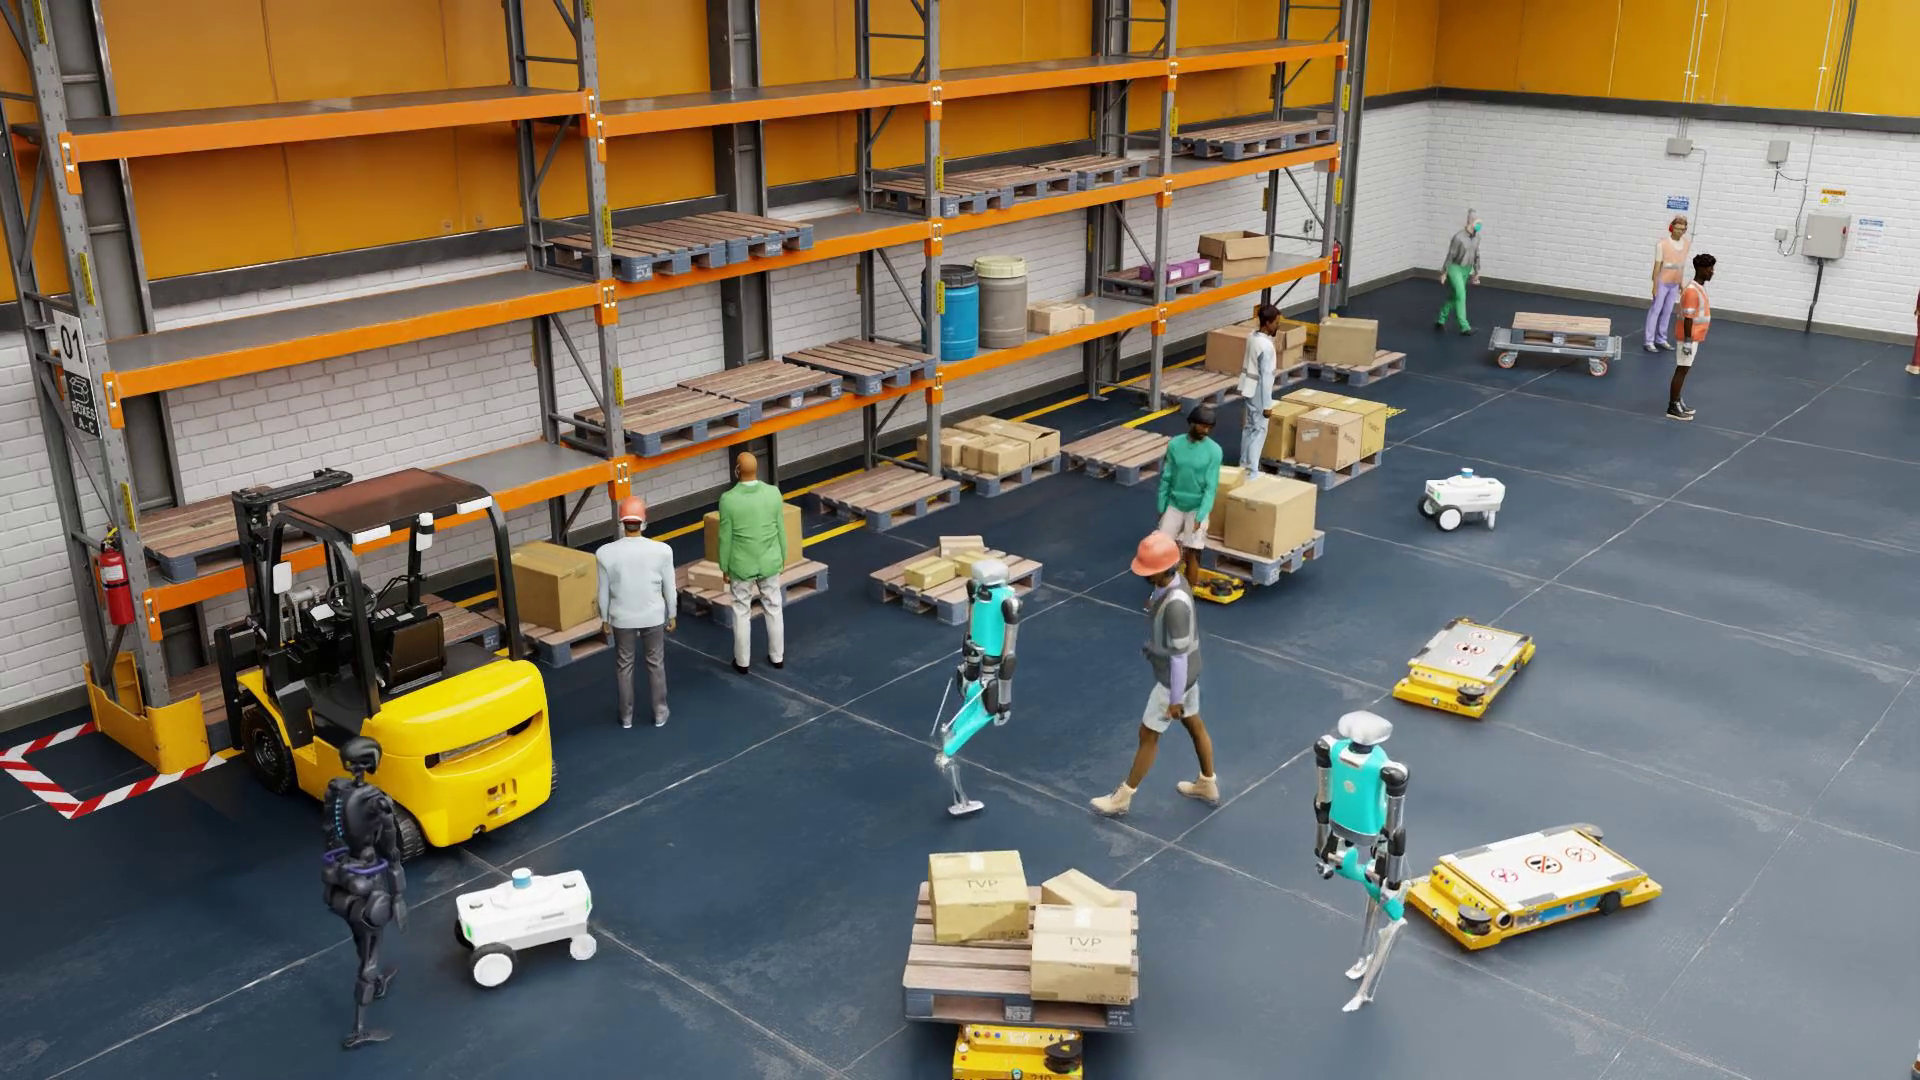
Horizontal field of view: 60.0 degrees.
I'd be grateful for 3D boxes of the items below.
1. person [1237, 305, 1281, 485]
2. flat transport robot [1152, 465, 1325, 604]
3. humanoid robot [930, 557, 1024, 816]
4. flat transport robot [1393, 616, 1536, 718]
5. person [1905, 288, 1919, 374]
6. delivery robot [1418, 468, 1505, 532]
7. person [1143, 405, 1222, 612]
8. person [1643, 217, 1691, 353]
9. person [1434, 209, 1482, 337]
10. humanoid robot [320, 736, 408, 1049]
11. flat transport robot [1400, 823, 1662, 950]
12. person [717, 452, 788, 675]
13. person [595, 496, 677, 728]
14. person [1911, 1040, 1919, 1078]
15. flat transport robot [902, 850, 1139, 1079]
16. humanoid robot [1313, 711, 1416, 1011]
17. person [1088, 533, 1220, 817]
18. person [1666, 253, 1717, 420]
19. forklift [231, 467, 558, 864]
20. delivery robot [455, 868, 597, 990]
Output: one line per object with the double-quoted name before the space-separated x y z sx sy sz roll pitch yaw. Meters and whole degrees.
"person" 3.095 -1.493 17.240 0.407 1.907 0.595 -2 20 -7
"flat transport robot" 2.483 0.225 14.942 0.659 0.231 1.431 16 26 37
"humanoid robot" 0.011 1.036 10.692 0.756 1.815 0.533 -12 23 -29
"flat transport robot" 3.938 0.972 12.918 0.659 0.231 1.431 13 24 32
"person" 12.653 -3.022 21.570 0.476 1.769 0.359 3 21 9
"delivery robot" 4.885 -0.390 16.215 0.780 0.609 0.523 -3 20 -7
"person" 1.872 -0.244 13.952 0.570 1.828 0.528 10 22 25
"person" 9.678 -3.498 22.760 0.563 1.840 0.397 -9 22 -23
"person" 7.147 -3.819 23.672 0.544 1.795 0.941 -13 24 -32
"humanoid robot" -3.138 1.800 8.686 0.594 1.628 0.631 12 23 29
"flat transport robot" 3.427 2.060 9.970 1.431 0.231 0.659 -9 22 -22
"person" -1.601 0.183 12.887 0.548 1.778 0.387 -7 21 -19
"person" -2.327 0.522 12.008 0.572 1.742 0.352 -4 21 -10
"person" 5.021 1.868 8.085 0.378 1.937 0.628 -2 20 -6
"flat transport robot" 0.344 2.417 9.002 0.659 0.231 1.431 2 20 5
"humanoid robot" 2.257 1.660 8.934 0.822 1.757 0.530 -19 27 -41
"person" 1.319 0.834 10.816 0.902 1.978 0.828 2 20 6
"person" 8.636 -2.413 19.641 0.361 1.963 0.613 11 23 27
"forklift" -3.730 0.710 10.856 2.313 2.155 1.214 17 26 38
"delivery robot" -2.467 2.141 9.351 0.788 0.605 0.499 -9 22 -22
